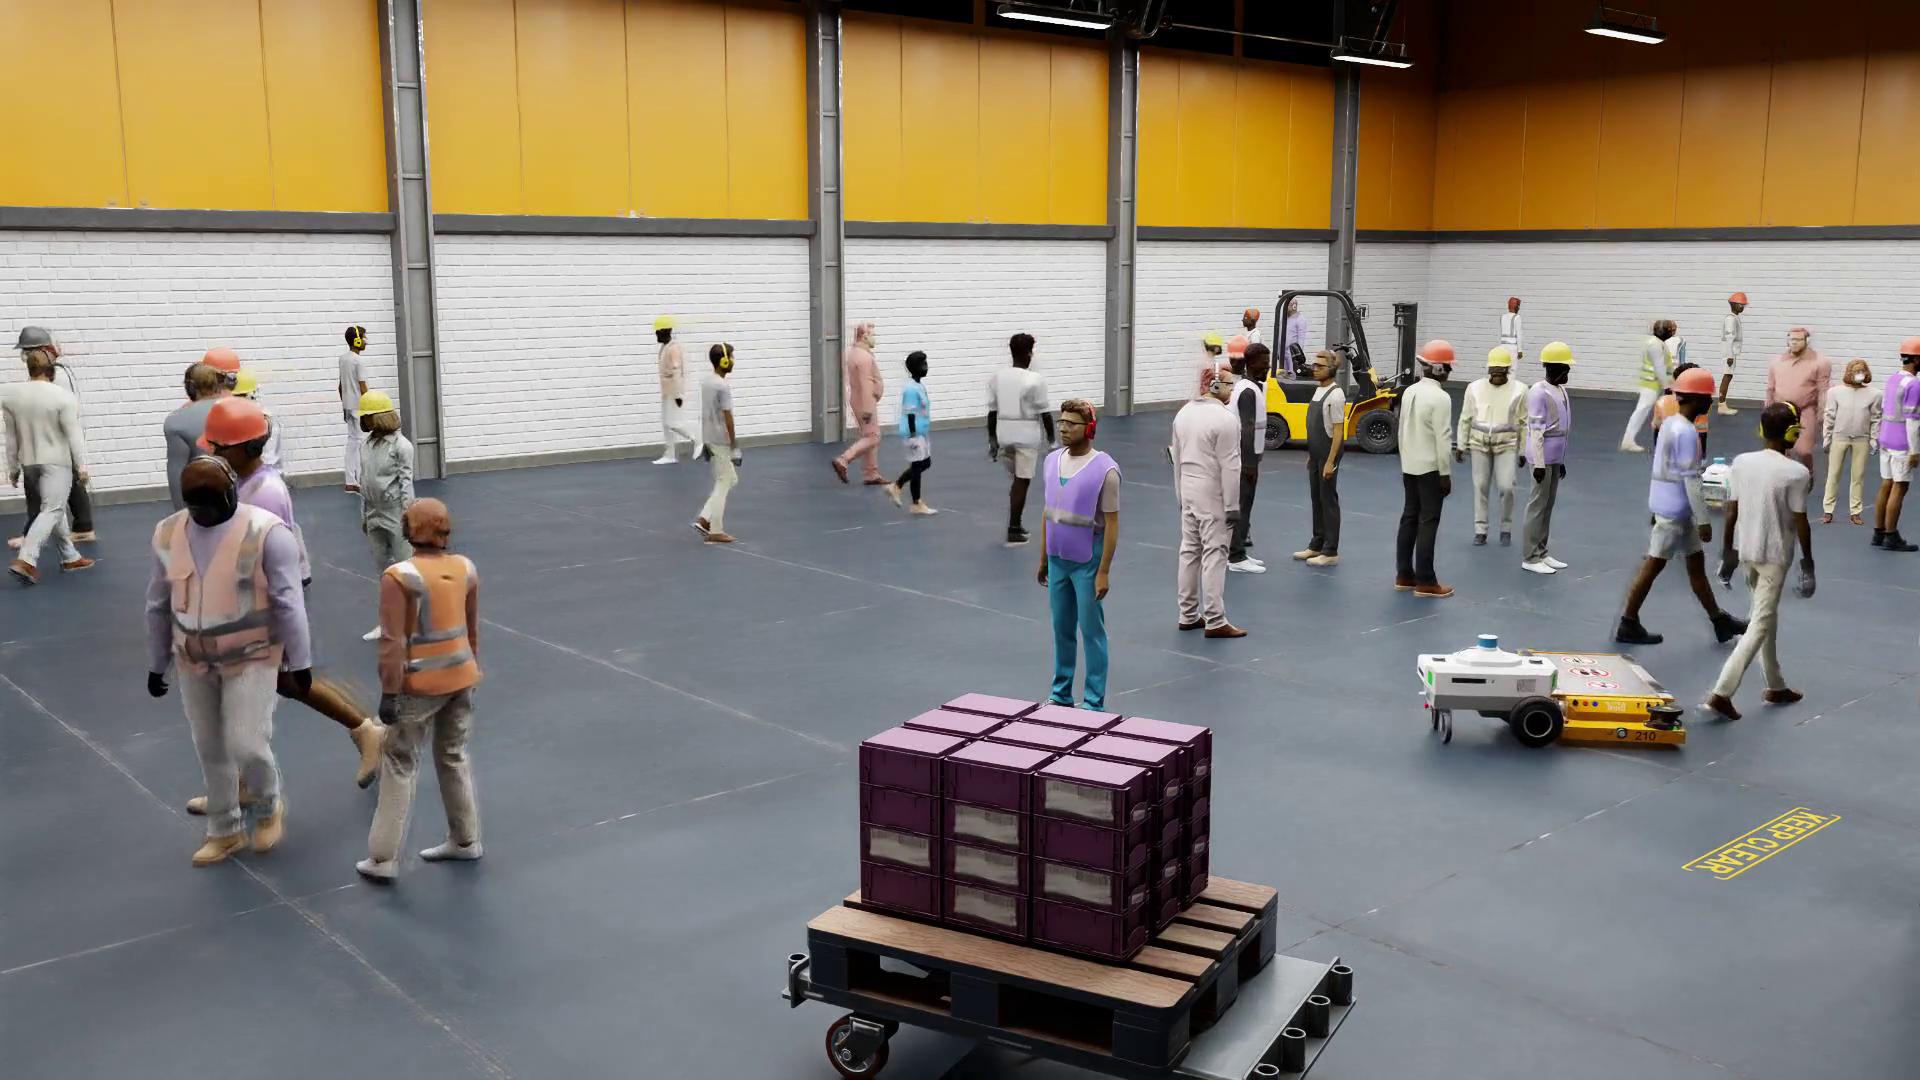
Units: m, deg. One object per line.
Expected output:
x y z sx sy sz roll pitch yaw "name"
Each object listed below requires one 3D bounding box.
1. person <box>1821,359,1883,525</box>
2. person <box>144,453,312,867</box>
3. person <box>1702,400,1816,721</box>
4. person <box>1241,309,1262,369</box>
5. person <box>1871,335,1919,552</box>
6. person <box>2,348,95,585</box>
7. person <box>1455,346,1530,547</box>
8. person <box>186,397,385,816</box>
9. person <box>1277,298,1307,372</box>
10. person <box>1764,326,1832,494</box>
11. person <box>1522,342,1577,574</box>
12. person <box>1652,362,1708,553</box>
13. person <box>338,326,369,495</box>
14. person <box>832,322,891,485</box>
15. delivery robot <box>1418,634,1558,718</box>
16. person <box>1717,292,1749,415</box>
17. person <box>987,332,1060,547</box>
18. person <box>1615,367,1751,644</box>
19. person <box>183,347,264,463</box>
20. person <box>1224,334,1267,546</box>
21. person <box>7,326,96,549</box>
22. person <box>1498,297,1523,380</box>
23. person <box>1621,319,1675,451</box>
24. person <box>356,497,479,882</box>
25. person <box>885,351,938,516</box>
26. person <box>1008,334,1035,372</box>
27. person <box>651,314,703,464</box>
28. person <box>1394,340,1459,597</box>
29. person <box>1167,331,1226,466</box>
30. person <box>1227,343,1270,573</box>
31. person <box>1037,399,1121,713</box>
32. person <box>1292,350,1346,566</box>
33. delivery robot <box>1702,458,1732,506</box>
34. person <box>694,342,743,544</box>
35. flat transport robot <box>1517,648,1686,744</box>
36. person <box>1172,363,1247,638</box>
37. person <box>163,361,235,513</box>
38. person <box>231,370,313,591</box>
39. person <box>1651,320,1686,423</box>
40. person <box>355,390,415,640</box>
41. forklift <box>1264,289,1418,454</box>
8.771 -0.966 16.381 0.500 1.636 0.280 4 10 22 "person"
-3.134 0.526 7.124 0.727 1.813 0.441 1 10 6 "person"
4.606 0.115 9.522 0.940 1.823 0.524 -4 10 -21 "person"
4.176 -2.389 23.983 0.356 1.884 0.574 0 10 -1 "person"
8.481 -0.865 14.935 0.388 1.932 0.546 1 10 8 "person"
-7.465 -0.607 13.528 0.645 1.905 0.985 2 10 11 "person"
4.861 -0.853 15.167 0.616 1.824 0.426 5 11 28 "person"
-3.199 0.302 7.895 0.924 2.003 0.627 -5 11 -25 "person"
5.795 -3.308 29.302 0.408 1.909 0.642 -5 11 -27 "person"
9.023 -1.364 17.951 0.664 1.892 0.593 10 14 44 "person"
4.927 -0.691 13.915 0.363 1.927 0.587 7 12 36 "person"
6.436 -0.740 14.867 0.317 1.698 0.540 -6 11 -30 "person"
-6.688 -1.438 18.462 0.535 1.868 0.309 9 13 41 "person"
-1.121 -1.546 19.034 0.629 1.886 0.655 -2 10 -13 "person"
2.888 0.764 9.139 0.707 0.478 0.477 1 10 6 "delivery robot"
12.868 -3.097 27.681 0.388 2.036 0.615 5 11 27 "person"
0.608 -0.919 15.193 0.614 1.943 0.650 9 13 41 "person"
4.932 -0.204 11.166 0.962 1.888 0.574 3 10 15 "person"
-5.224 -0.377 11.881 0.613 1.994 0.382 2 10 11 "person"
2.504 -0.901 15.127 0.543 1.934 0.362 2 10 12 "person"
-8.370 -0.952 15.111 0.849 2.000 0.692 -5 11 -26 "person"
10.067 -3.481 30.378 0.356 1.884 0.573 -4 10 -22 "person"
9.421 -2.061 22.337 0.978 1.788 0.630 6 11 30 "person"
-2.309 0.625 7.140 0.426 1.613 0.606 5 11 26 "person"
-0.491 -1.082 16.896 0.474 1.683 0.551 1 10 7 "person"
0.722 -1.904 21.958 0.670 1.606 0.520 -6 11 -30 "person"
-3.598 -1.901 21.066 0.602 1.911 0.598 -4 11 -23 "person"
3.643 -0.557 12.937 0.396 1.992 0.622 -3 10 -15 "person"
2.944 -1.686 20.313 0.746 1.734 0.516 2 10 10 "person"
2.404 -0.695 13.973 0.379 1.916 0.591 1 10 8 "person"
0.666 0.128 9.353 0.389 1.849 0.566 -8 13 -40 "person"
3.095 -0.699 14.204 0.345 1.847 0.508 -2 10 -10 "person"
7.807 -0.602 17.136 0.477 0.478 0.707 6 12 33 "delivery robot"
-2.174 -0.875 15.231 0.398 1.855 0.518 -5 11 -26 "person"
3.652 0.875 9.590 0.652 0.197 1.431 1 10 9 "flat transport robot"
1.750 -0.277 11.569 0.401 1.904 0.641 -5 11 -26 "person"
-5.071 -0.257 11.378 0.533 1.925 0.642 8 12 38 "person"
-5.420 -0.414 12.731 0.615 1.769 0.957 7 12 35 "person"
11.068 -2.618 26.034 0.515 1.641 0.314 2 10 10 "person"
-3.909 -0.150 11.313 0.485 1.736 0.323 5 11 28 "person"
5.034 -2.339 22.783 2.313 2.155 1.214 3 10 16 "forklift"
